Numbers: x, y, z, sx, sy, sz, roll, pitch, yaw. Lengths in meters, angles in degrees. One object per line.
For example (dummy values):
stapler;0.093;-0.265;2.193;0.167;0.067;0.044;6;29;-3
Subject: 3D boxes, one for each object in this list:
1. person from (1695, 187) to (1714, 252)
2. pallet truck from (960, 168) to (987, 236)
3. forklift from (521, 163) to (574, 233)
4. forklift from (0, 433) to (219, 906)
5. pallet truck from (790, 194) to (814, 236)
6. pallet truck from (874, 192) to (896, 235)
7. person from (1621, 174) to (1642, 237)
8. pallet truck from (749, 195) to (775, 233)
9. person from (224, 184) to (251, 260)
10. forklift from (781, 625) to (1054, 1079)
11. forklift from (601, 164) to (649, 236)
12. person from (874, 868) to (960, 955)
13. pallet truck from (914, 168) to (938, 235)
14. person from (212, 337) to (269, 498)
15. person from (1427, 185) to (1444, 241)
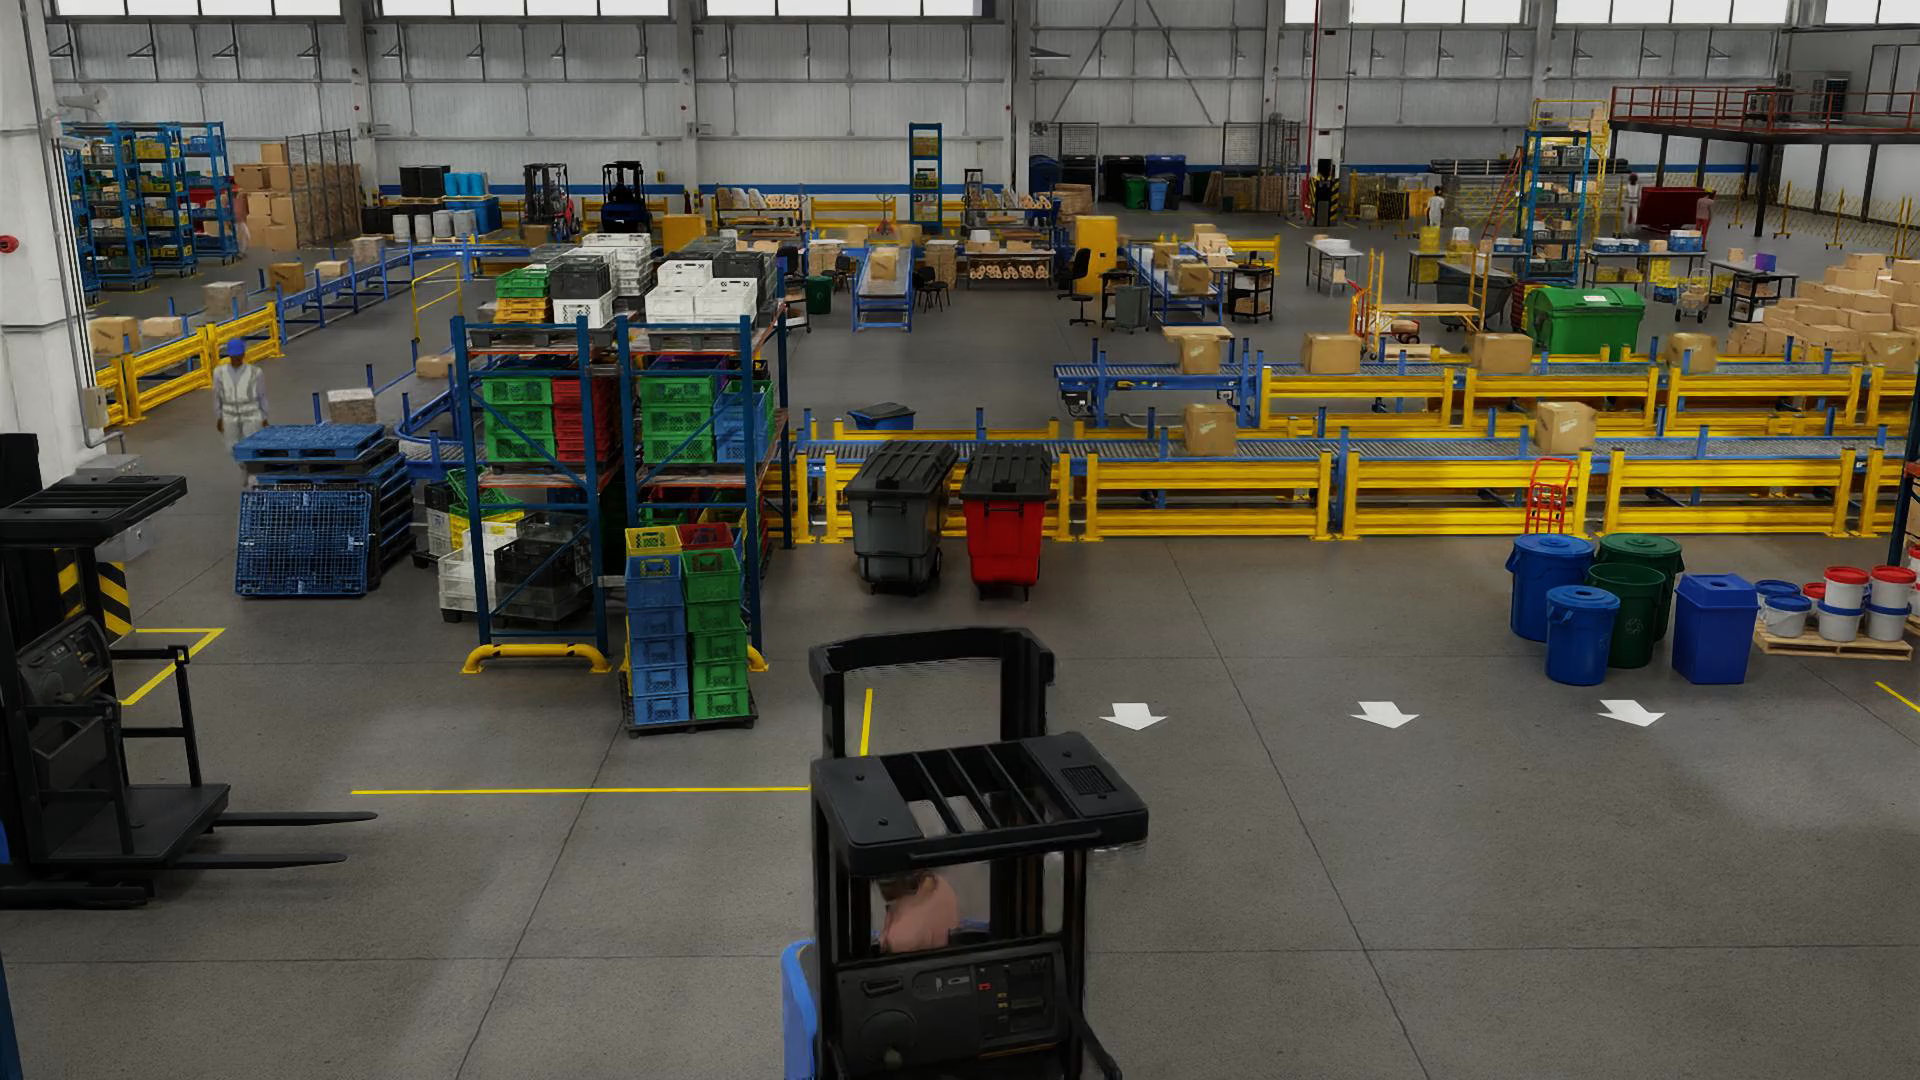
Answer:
person;20.482;-8.825;45.755;0.348;1.756;0.518;-9;19;-30
pallet truck;0.383;-10.230;50.206;0.823;1.965;1.885;-1;16;-3
forklift;-12.233;-10.122;49.298;1.157;1.987;2.680;0;16;-1
forklift;-5.952;0.780;10.366;1.873;2.768;1.129;0;16;-1
pallet truck;-4.814;-9.883;50.259;0.704;1.261;1.522;-1;16;-3
pallet truck;-2.277;-9.986;50.594;0.653;1.274;1.630;0;16;-1
person;19.950;-9.922;49.393;0.601;1.847;0.846;2;16;6
pallet truck;-6.051;-9.967;50.660;0.680;1.201;1.601;0;16;-1
person;-18.979;-8.354;43.720;0.525;1.973;0.651;9;18;28
forklift;-0.119;1.755;6.977;1.129;2.768;1.873;-4;17;-15
forklift;-9.948;-10.127;49.296;1.157;1.987;2.680;-1;16;-3
person;-0.214;2.144;7.476;1.007;1.840;0.686;5;17;18
pallet truck;-0.989;-10.316;50.507;0.823;1.965;1.885;1;16;3
person;-8.585;-1.487;19.920;0.615;1.933;0.545;-2;16;-8
person;12.782;-8.580;44.709;0.333;1.866;0.515;-14;21;-40
